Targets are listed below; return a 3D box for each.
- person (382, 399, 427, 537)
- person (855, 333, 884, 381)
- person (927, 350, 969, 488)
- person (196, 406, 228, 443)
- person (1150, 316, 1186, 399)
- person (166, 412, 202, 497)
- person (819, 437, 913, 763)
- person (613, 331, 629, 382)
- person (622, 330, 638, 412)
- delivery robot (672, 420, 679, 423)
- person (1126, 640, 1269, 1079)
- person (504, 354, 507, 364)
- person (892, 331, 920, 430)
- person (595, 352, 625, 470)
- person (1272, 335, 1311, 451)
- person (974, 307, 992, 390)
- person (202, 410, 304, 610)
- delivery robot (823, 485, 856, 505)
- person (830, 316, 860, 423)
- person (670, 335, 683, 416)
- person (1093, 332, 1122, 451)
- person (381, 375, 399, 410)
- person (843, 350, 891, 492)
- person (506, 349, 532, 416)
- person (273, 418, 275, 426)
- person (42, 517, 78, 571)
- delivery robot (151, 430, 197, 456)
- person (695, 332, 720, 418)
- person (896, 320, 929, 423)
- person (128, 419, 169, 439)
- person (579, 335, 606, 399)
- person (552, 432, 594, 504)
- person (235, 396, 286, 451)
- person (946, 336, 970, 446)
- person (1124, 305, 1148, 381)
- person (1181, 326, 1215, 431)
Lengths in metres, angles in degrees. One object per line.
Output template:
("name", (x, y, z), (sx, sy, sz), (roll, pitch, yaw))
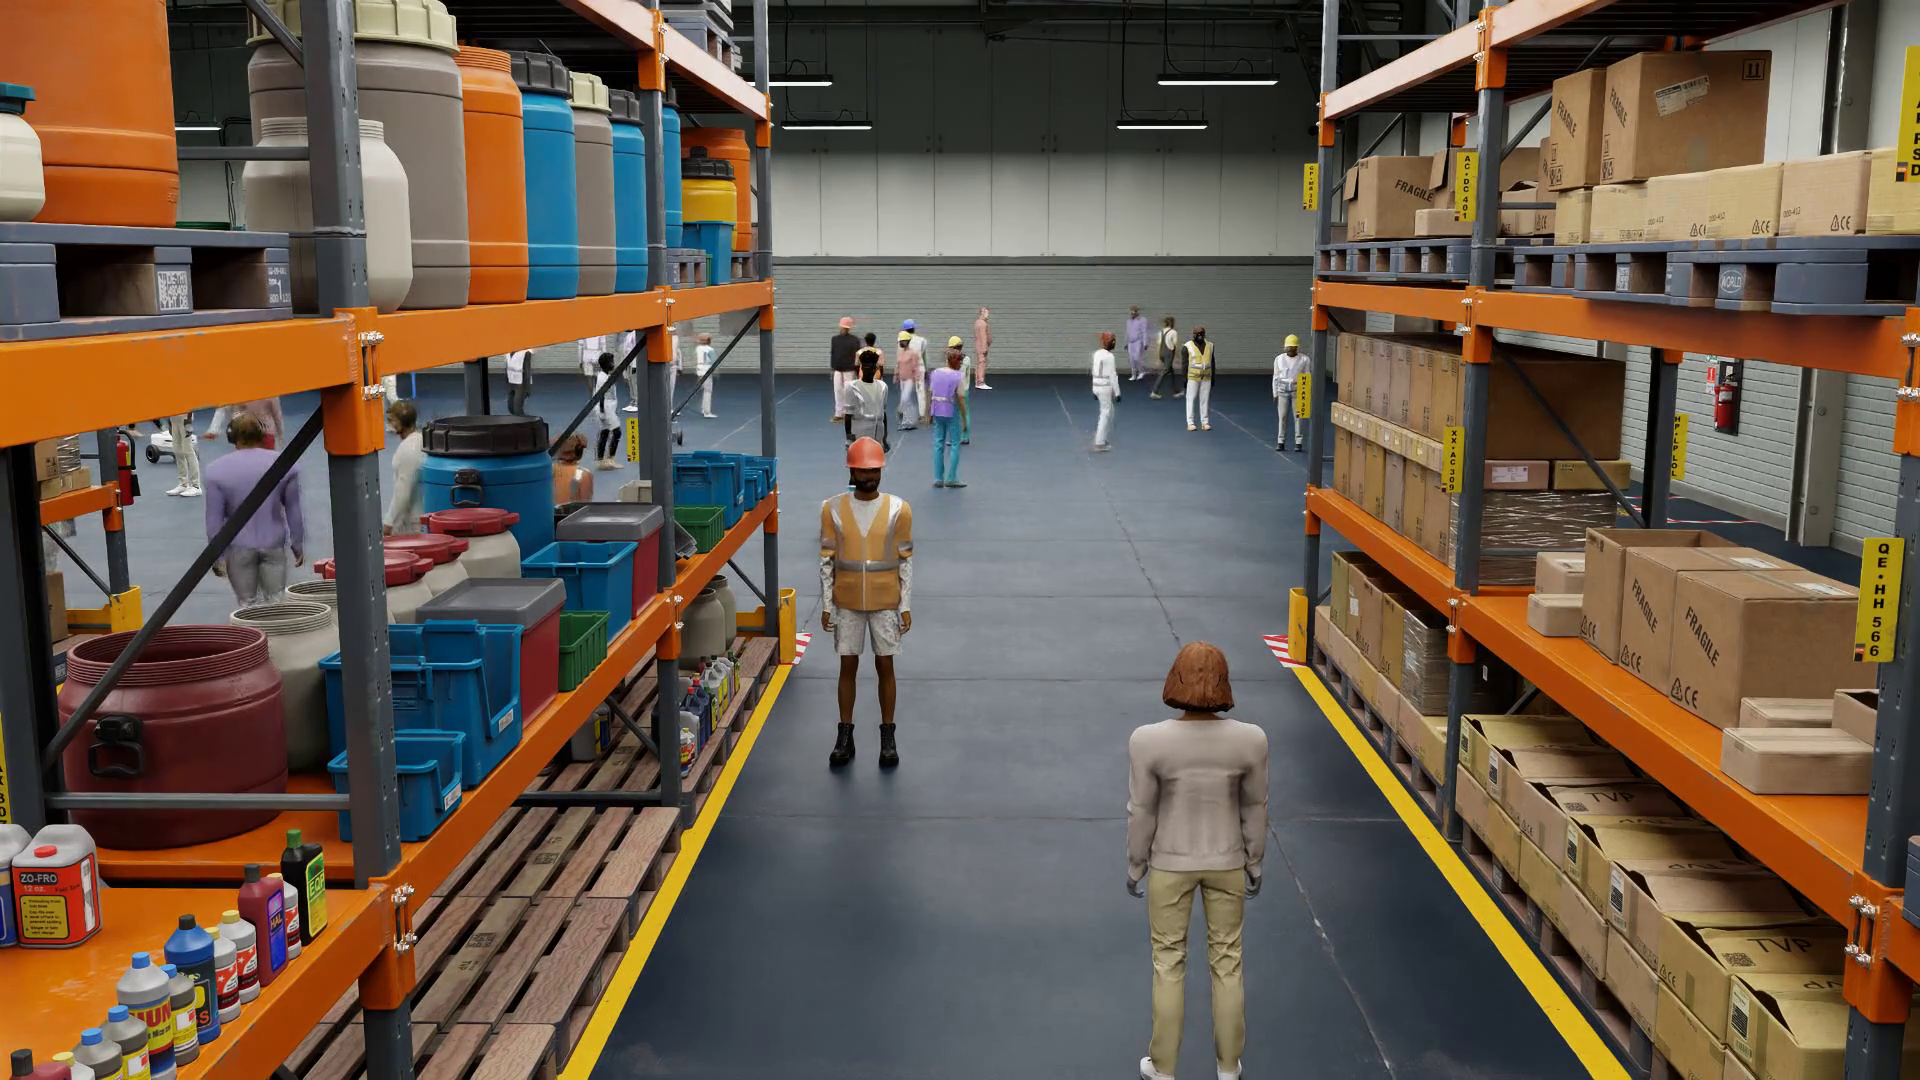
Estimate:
("person", (-4.367, -0.165, 13.125), (0.989, 1.886, 0.631), (-4, 10, -21))
("person", (-1.674, -2.994, 30.747), (0.544, 1.632, 0.900), (-1, 9, -3))
("person", (-0.177, -1.585, 21.833), (0.666, 1.815, 0.381), (7, 12, 36))
("person", (-12.020, -2.541, 27.300), (0.992, 1.896, 0.620), (-8, 12, -40))
("person", (4.502, -3.955, 36.104), (1.018, 1.799, 0.508), (-5, 11, -28))
("person", (-9.916, -1.490, 21.126), (0.502, 1.862, 0.331), (6, 11, 32))
("person", (-0.553, 0.359, 9.795), (0.552, 1.939, 0.352), (0, 9, 3))
("person", (-8.244, -4.847, 41.040), (0.637, 1.922, 0.758), (-1, 9, -4))
("person", (-6.519, -3.512, 33.022), (0.366, 1.927, 0.588), (-5, 11, -26))
("delivery robot", (-4.797, -2.028, 27.304), (0.335, 0.223, 0.698), (-1, 10, -5))
("person", (0.836, 1.162, 5.900), (0.503, 1.633, 0.280), (0, 9, -3))
("person", (-9.917, -4.040, 37.060), (0.499, 1.633, 0.279), (-8, 13, -41))
("person", (-0.999, -2.787, 29.197), (0.674, 1.738, 0.563), (-8, 13, -41))
("person", (-4.961, -1.829, 23.679), (0.545, 1.681, 0.543), (-2, 10, -10))
("person", (5.200, -2.312, 26.151), (0.590, 1.823, 0.403), (3, 10, 19))
("person", (0.550, -4.480, 38.891), (0.399, 1.905, 0.642), (-2, 10, -11))
("person", (-4.913, 0.059, 11.633), (0.648, 1.925, 0.609), (-7, 12, -36))
("delivery robot", (-1.141, -0.349, 18.022), (0.477, 0.478, 0.707), (9, 13, 44))
("person", (-2.105, -3.175, 30.915), (0.610, 1.964, 0.632), (6, 11, 33))
("person", (-5.633, -3.308, 31.946), (0.713, 1.887, 0.407), (-8, 13, -41))
("person", (2.321, -2.337, 26.156), (0.474, 1.868, 0.597), (-3, 10, -17))
("person", (-10.015, -2.641, 28.790), (0.878, 1.585, 0.525), (-3, 10, -16))
("person", (-1.055, -1.189, 18.991), (0.612, 1.962, 0.363), (-8, 12, -39))
("person", (-7.247, -2.547, 27.320), (0.599, 1.904, 0.699), (8, 12, 38))
("person", (-10.366, -2.095, 24.772), (0.678, 1.841, 0.519), (9, 13, 43))
("person", (-7.580, -0.156, 13.815), (0.537, 1.619, 0.344), (3, 10, 20))
("delivery robot", (-11.671, -1.462, 24.694), (0.707, 0.478, 0.477), (6, 11, 32))
("person", (-4.797, -3.128, 31.628), (0.402, 1.628, 0.565), (-9, 13, -42))
("person", (-0.881, -3.142, 30.918), (0.656, 1.882, 1.023), (-4, 10, -22))
("person", (-13.631, -2.533, 27.933), (0.844, 1.650, 0.550), (-3, 10, -16))
("person", (-7.628, -3.747, 34.545), (0.565, 1.882, 0.975), (-2, 10, -11))
("person", (-3.060, -0.041, 13.150), (0.522, 1.625, 0.394), (6, 11, 31))
("person", (-8.486, -1.281, 20.192), (0.522, 1.747, 0.371), (0, 9, -1))
("person", (-0.047, -2.416, 26.942), (0.327, 1.767, 0.523), (9, 13, 44))
("person", (4.375, -4.924, 41.589), (0.414, 1.887, 0.661), (-8, 12, -39))
("person", (4.215, -2.857, 29.394), (0.629, 1.838, 0.429), (-3, 10, -16))
